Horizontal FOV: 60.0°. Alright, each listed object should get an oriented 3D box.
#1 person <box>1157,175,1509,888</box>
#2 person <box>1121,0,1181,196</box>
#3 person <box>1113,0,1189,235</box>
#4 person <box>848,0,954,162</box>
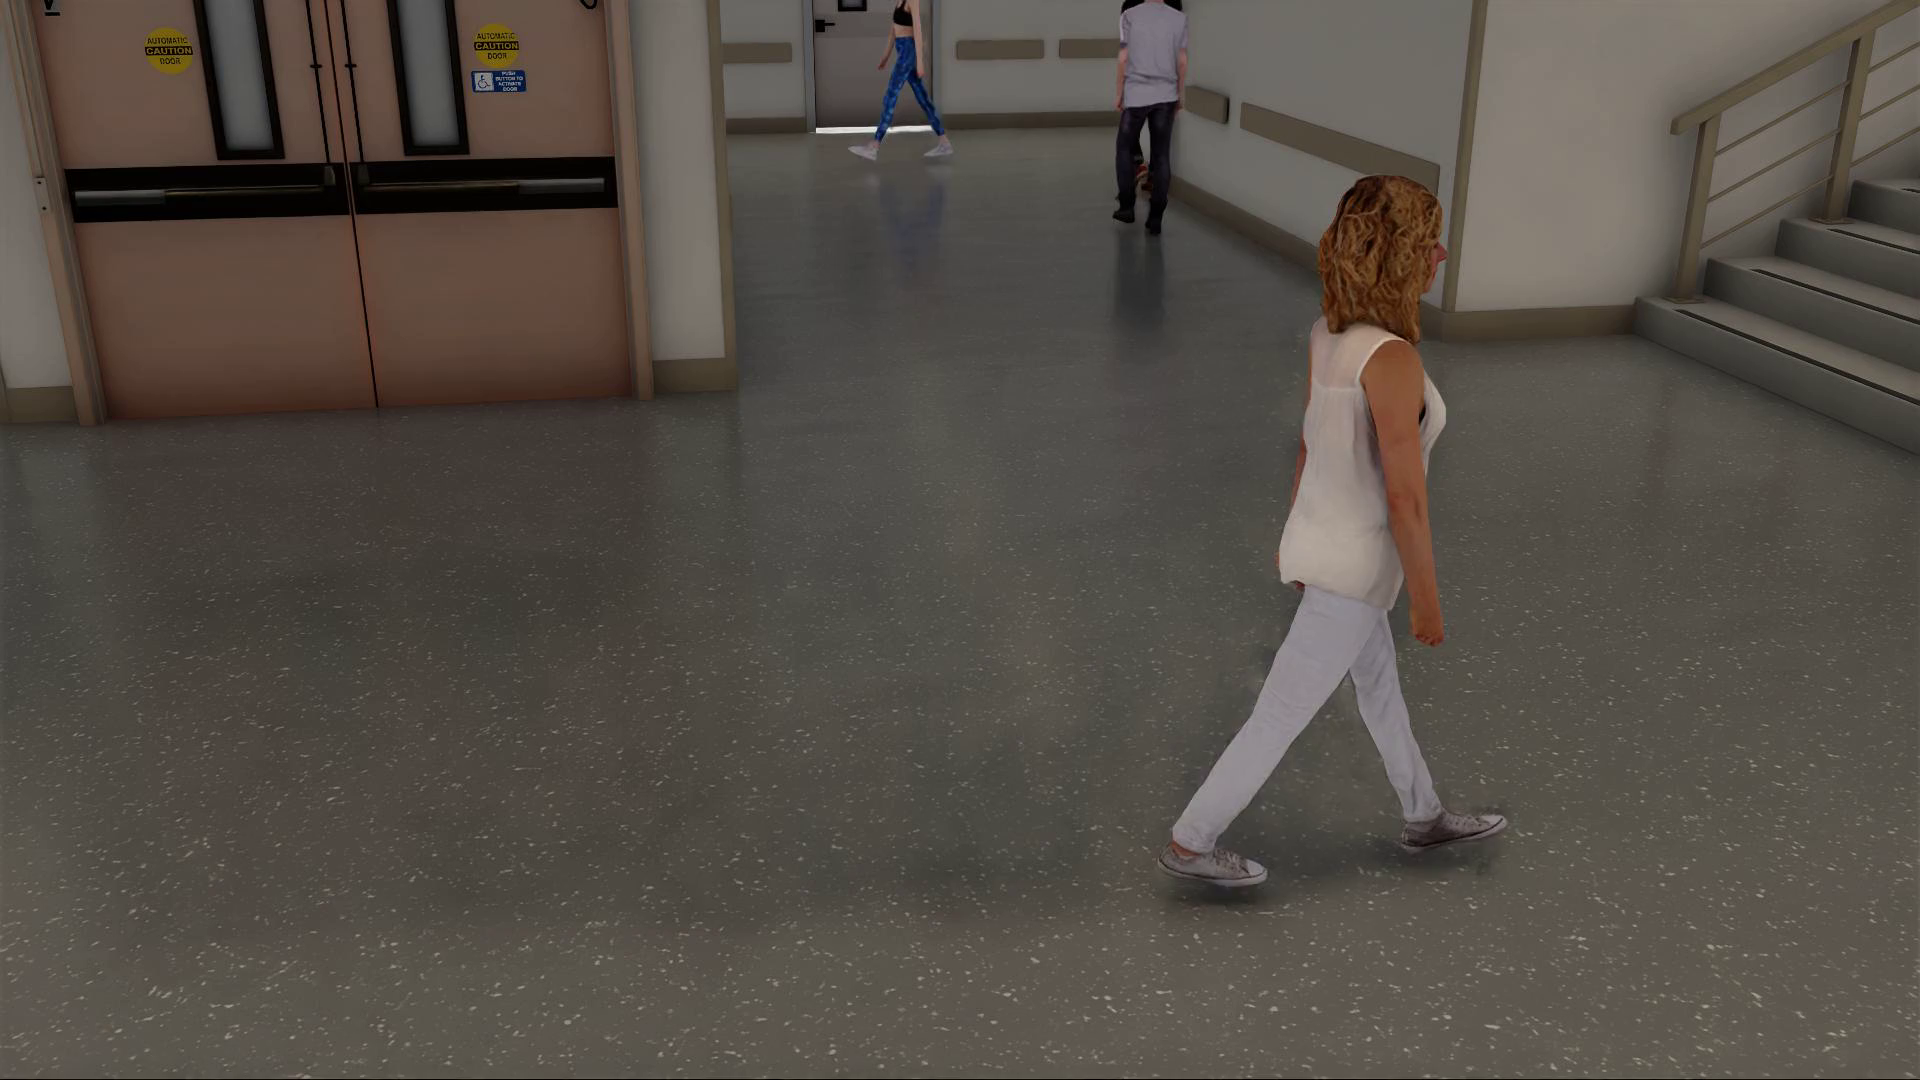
[{"bbox_3d":[0.770,0.059,3.681,1.109,1.624,0.679,-2,21,-5],"label":"person"},{"bbox_3d":[1.536,-3.664,13.248,0.620,1.809,0.738,-3,21,-9],"label":"person"},{"bbox_3d":[1.342,-3.060,11.650,0.751,1.812,0.758,-2,21,-6],"label":"person"},{"bbox_3d":[-0.384,-4.245,14.897,1.242,1.727,0.665,-6,21,-14],"label":"person"}]
